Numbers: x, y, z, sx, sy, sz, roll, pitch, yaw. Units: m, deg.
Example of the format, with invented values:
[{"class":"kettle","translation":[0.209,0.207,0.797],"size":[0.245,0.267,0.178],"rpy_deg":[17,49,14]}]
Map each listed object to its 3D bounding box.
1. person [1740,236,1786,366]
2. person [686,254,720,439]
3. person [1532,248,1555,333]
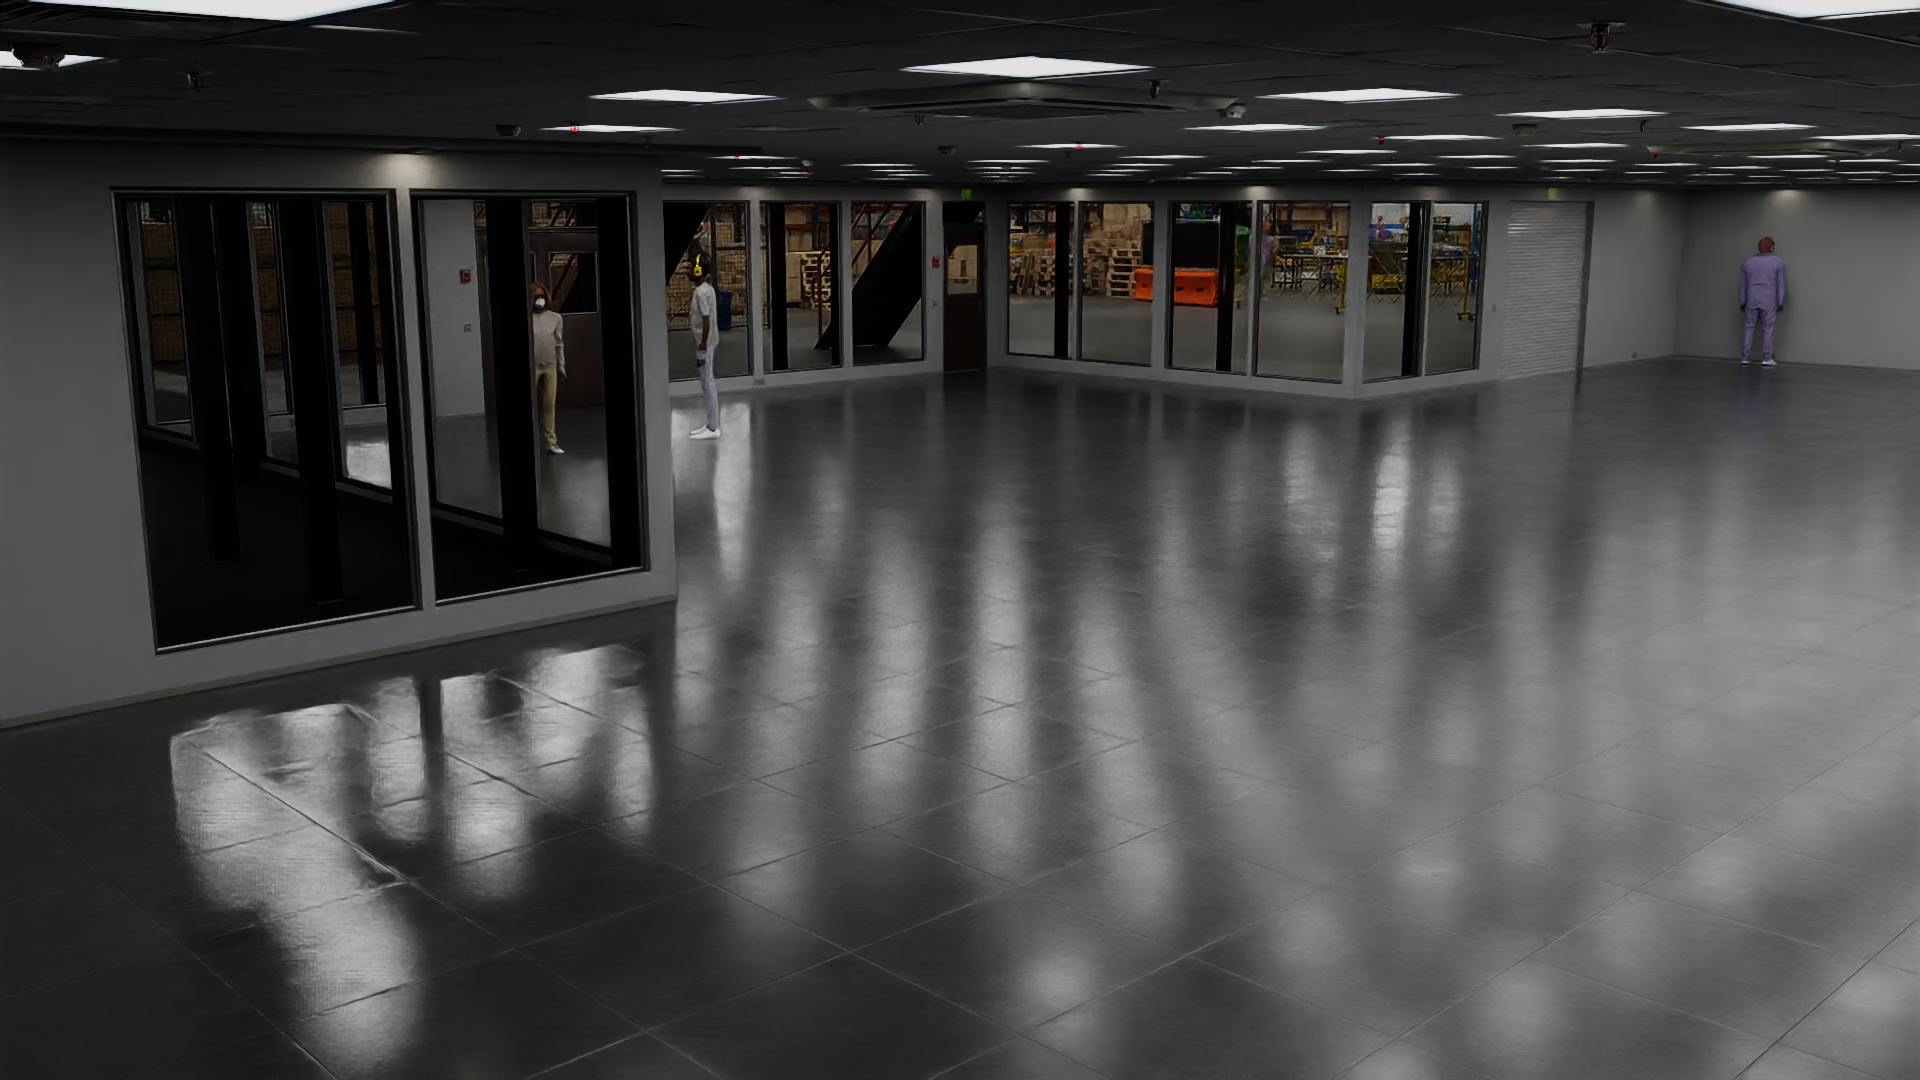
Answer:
[{"class":"person","translation":[11.934,-3.550,24.733],"size":[0.641,1.913,0.407],"rpy_deg":[10,15,42]},{"class":"person","translation":[-2.610,-1.953,16.846],"size":[0.334,1.873,0.521],"rpy_deg":[-1,11,-3]},{"class":"person","translation":[10.584,-4.544,29.959],"size":[0.598,1.822,1.033],"rpy_deg":[-6,13,-28]}]
